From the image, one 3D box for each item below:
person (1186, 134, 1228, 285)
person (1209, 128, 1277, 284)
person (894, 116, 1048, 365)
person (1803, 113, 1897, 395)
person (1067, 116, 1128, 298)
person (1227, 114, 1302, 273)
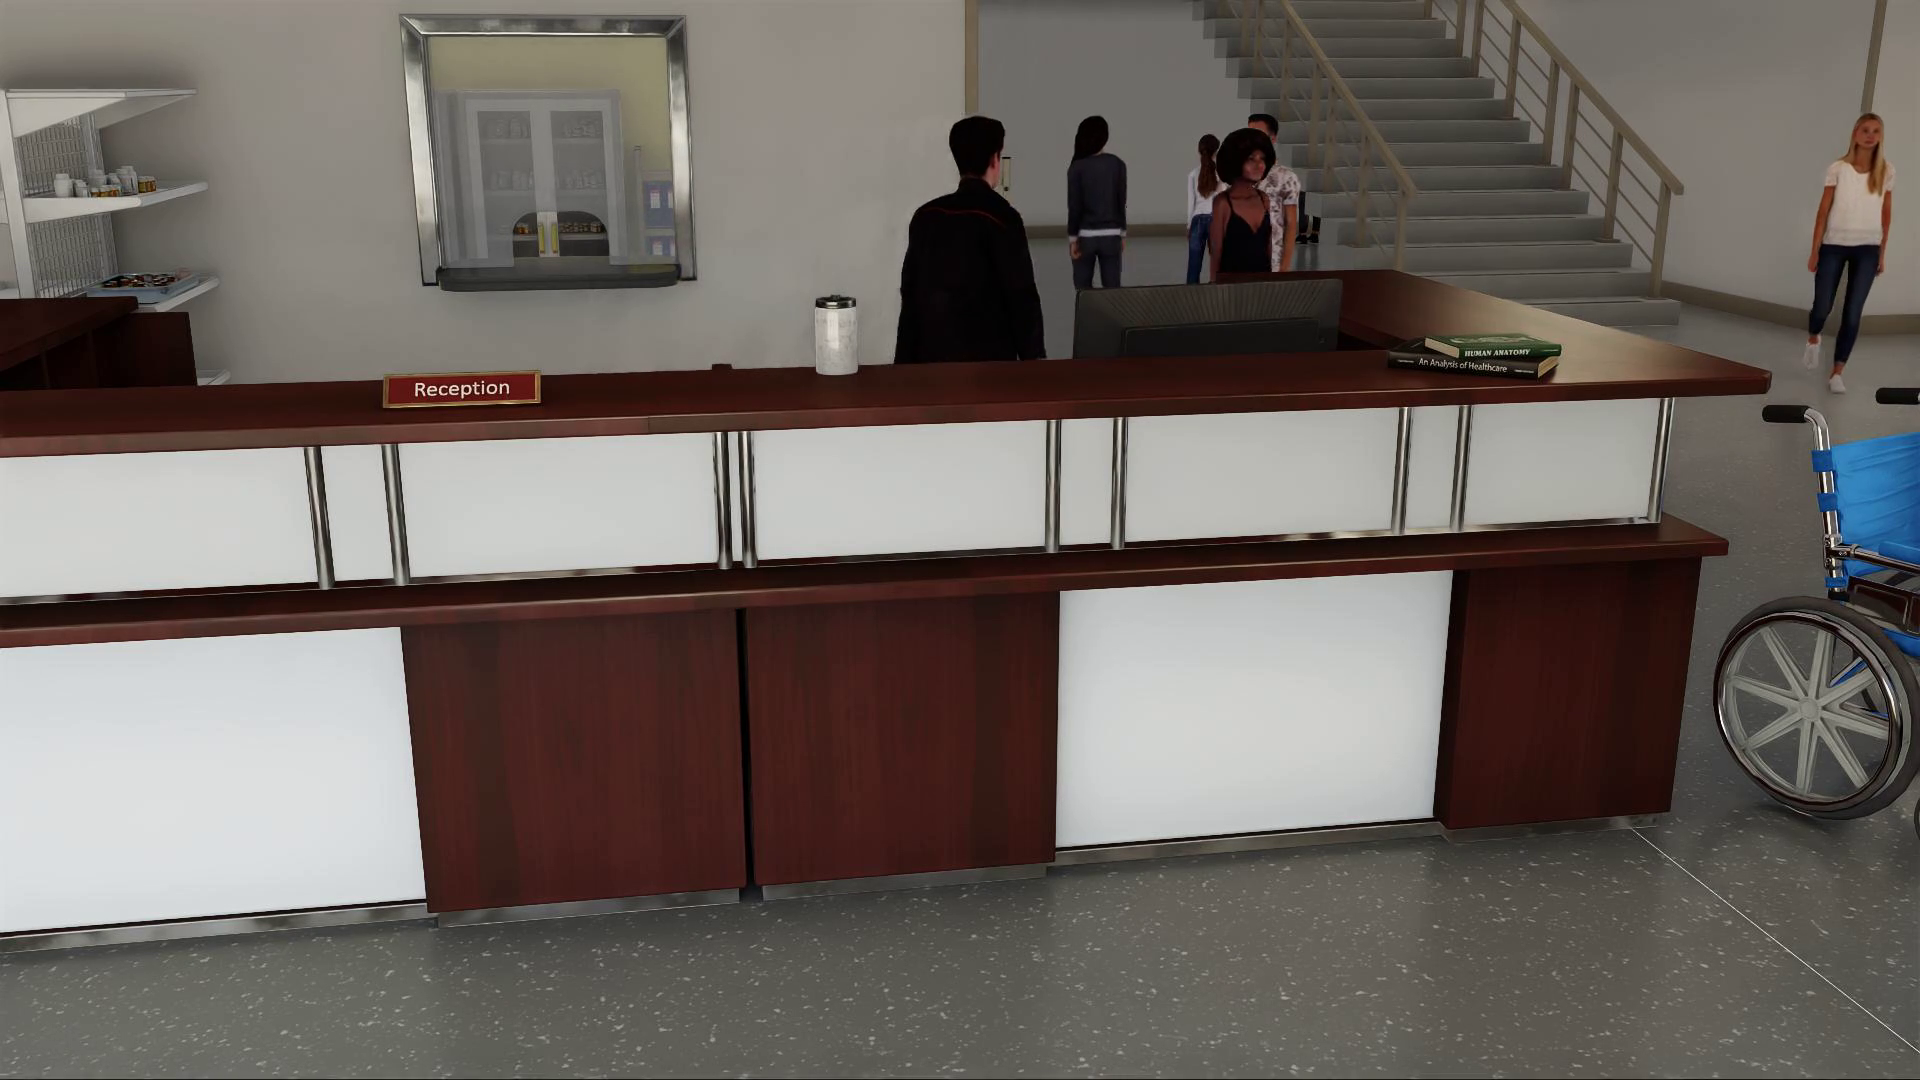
[{"bbox_3d":[2.114,-2.682,14.255,0.619,1.558,0.645,5,16,17],"label":"person"},{"bbox_3d":[1.423,-1.253,8.799,0.771,1.769,1.030,-9,18,-29],"label":"person"},{"bbox_3d":[-0.038,-0.546,6.052,0.976,1.898,0.926,-15,21,-42],"label":"person"},{"bbox_3d":[5.840,-1.883,10.979,0.857,1.798,1.027,5,16,16],"label":"person"},{"bbox_3d":[1.029,-2.171,12.083,0.629,1.753,0.969,-2,16,-8],"label":"person"},{"bbox_3d":[1.876,-1.767,10.533,0.723,1.816,0.812,14,21,40],"label":"person"}]
